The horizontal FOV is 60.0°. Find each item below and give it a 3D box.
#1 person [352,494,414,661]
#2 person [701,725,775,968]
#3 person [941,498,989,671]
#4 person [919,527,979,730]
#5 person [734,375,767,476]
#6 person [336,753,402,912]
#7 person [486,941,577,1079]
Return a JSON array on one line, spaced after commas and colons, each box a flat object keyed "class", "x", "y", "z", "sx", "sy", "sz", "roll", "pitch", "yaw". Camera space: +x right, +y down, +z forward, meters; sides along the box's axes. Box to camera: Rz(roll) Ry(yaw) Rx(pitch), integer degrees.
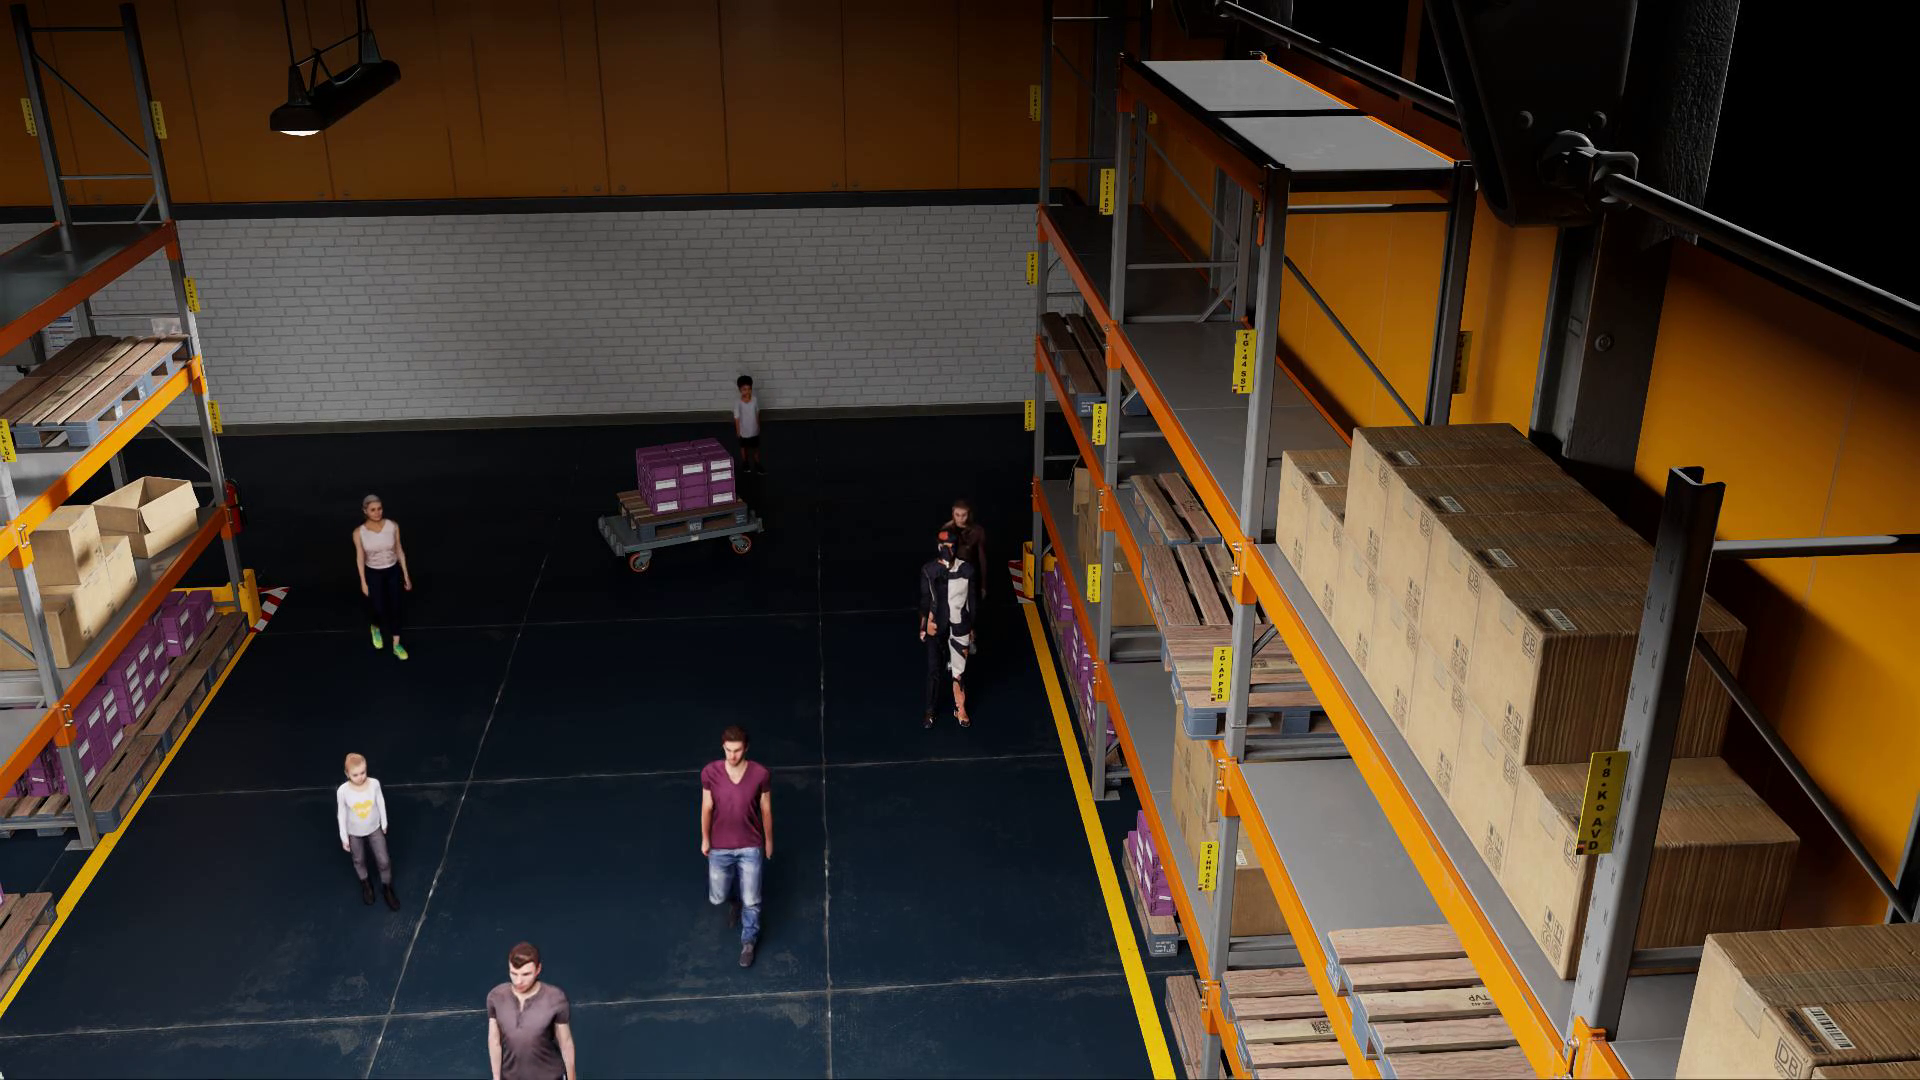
[{"class": "person", "x": -5.544, "y": 0.327, "z": 15.905, "sx": 0.784, "sy": 1.689, "sz": 0.851, "roll": -18, "pitch": 29, "yaw": -35}, {"class": "person", "x": -1.558, "y": 2.078, "z": 11.707, "sx": 0.724, "sy": 1.842, "sz": 0.858, "roll": 1, "pitch": 24, "yaw": 1}, {"class": "person", "x": 0.055, "y": 0.345, "z": 15.887, "sx": 0.747, "sy": 1.670, "sz": 0.953, "roll": 1, "pitch": 24, "yaw": 2}, {"class": "person", "x": -0.103, "y": 0.763, "z": 14.653, "sx": 0.669, "sy": 1.892, "sz": 0.575, "roll": -1, "pitch": 24, "yaw": -3}, {"class": "person", "x": -2.638, "y": -1.437, "z": 20.493, "sx": 0.630, "sy": 1.245, "sz": 0.748, "roll": -11, "pitch": 26, "yaw": -24}, {"class": "person", "x": -4.442, "y": 2.116, "z": 12.341, "sx": 0.628, "sy": 1.265, "sz": 0.734, "roll": -11, "pitch": 26, "yaw": -24}, {"class": "person", "x": -2.417, "y": 3.024, "z": 9.543, "sx": 0.740, "sy": 1.841, "sz": 0.818, "roll": 2, "pitch": 24, "yaw": 5}]
